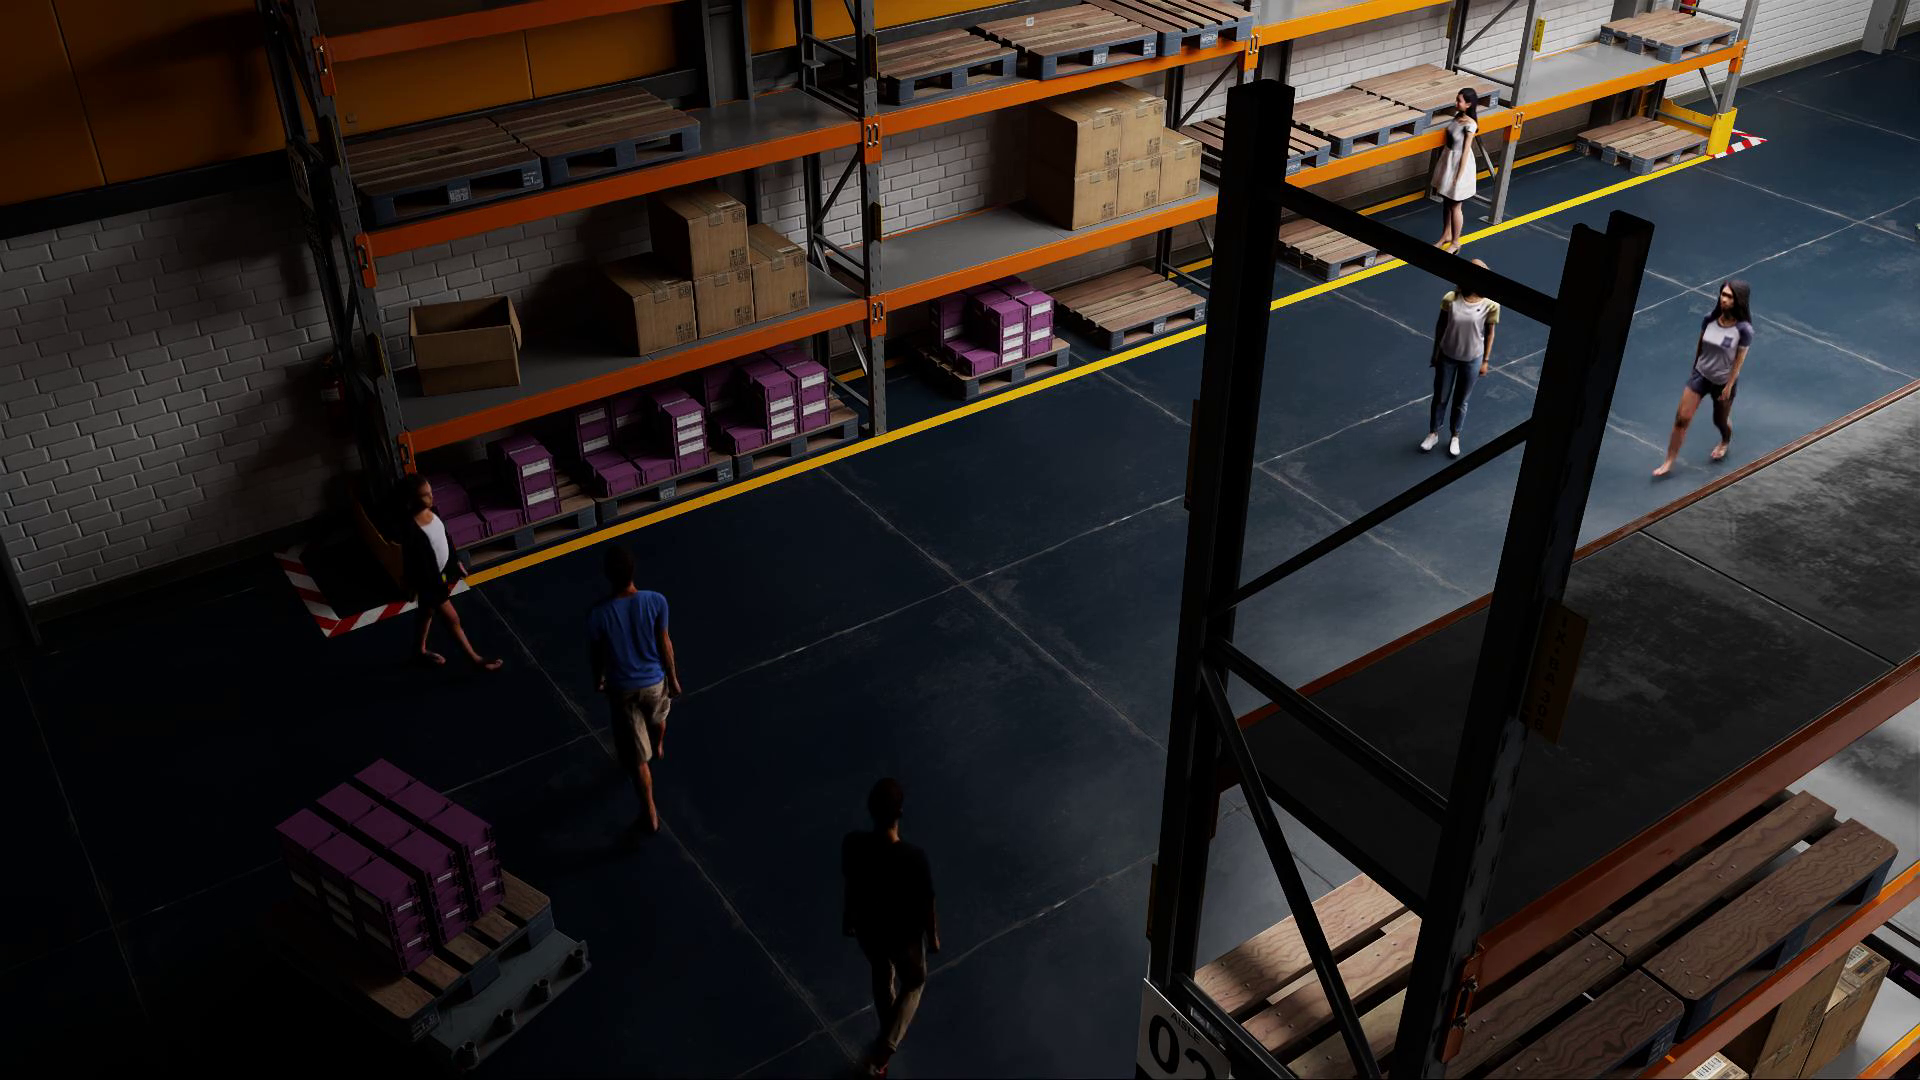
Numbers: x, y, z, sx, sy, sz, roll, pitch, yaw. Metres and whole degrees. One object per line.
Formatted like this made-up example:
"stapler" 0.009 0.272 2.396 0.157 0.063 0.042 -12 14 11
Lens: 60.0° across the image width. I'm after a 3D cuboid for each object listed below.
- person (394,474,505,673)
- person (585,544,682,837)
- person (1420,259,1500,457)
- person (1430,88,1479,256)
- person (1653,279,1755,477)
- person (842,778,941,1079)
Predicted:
"person" -3.662 0.228 11.239 0.983 1.530 0.924 7 34 10
"person" -1.917 0.925 9.936 1.237 1.812 0.927 -12 35 -17
"person" 4.108 -1.503 13.669 0.714 1.723 0.732 12 36 18
"person" 5.072 -3.762 17.026 0.795 1.768 0.773 -3 34 -5
"person" 6.146 -1.308 13.423 1.091 1.670 0.626 -24 41 -32
"person" -0.386 2.011 8.282 0.978 1.834 1.096 12 35 17
